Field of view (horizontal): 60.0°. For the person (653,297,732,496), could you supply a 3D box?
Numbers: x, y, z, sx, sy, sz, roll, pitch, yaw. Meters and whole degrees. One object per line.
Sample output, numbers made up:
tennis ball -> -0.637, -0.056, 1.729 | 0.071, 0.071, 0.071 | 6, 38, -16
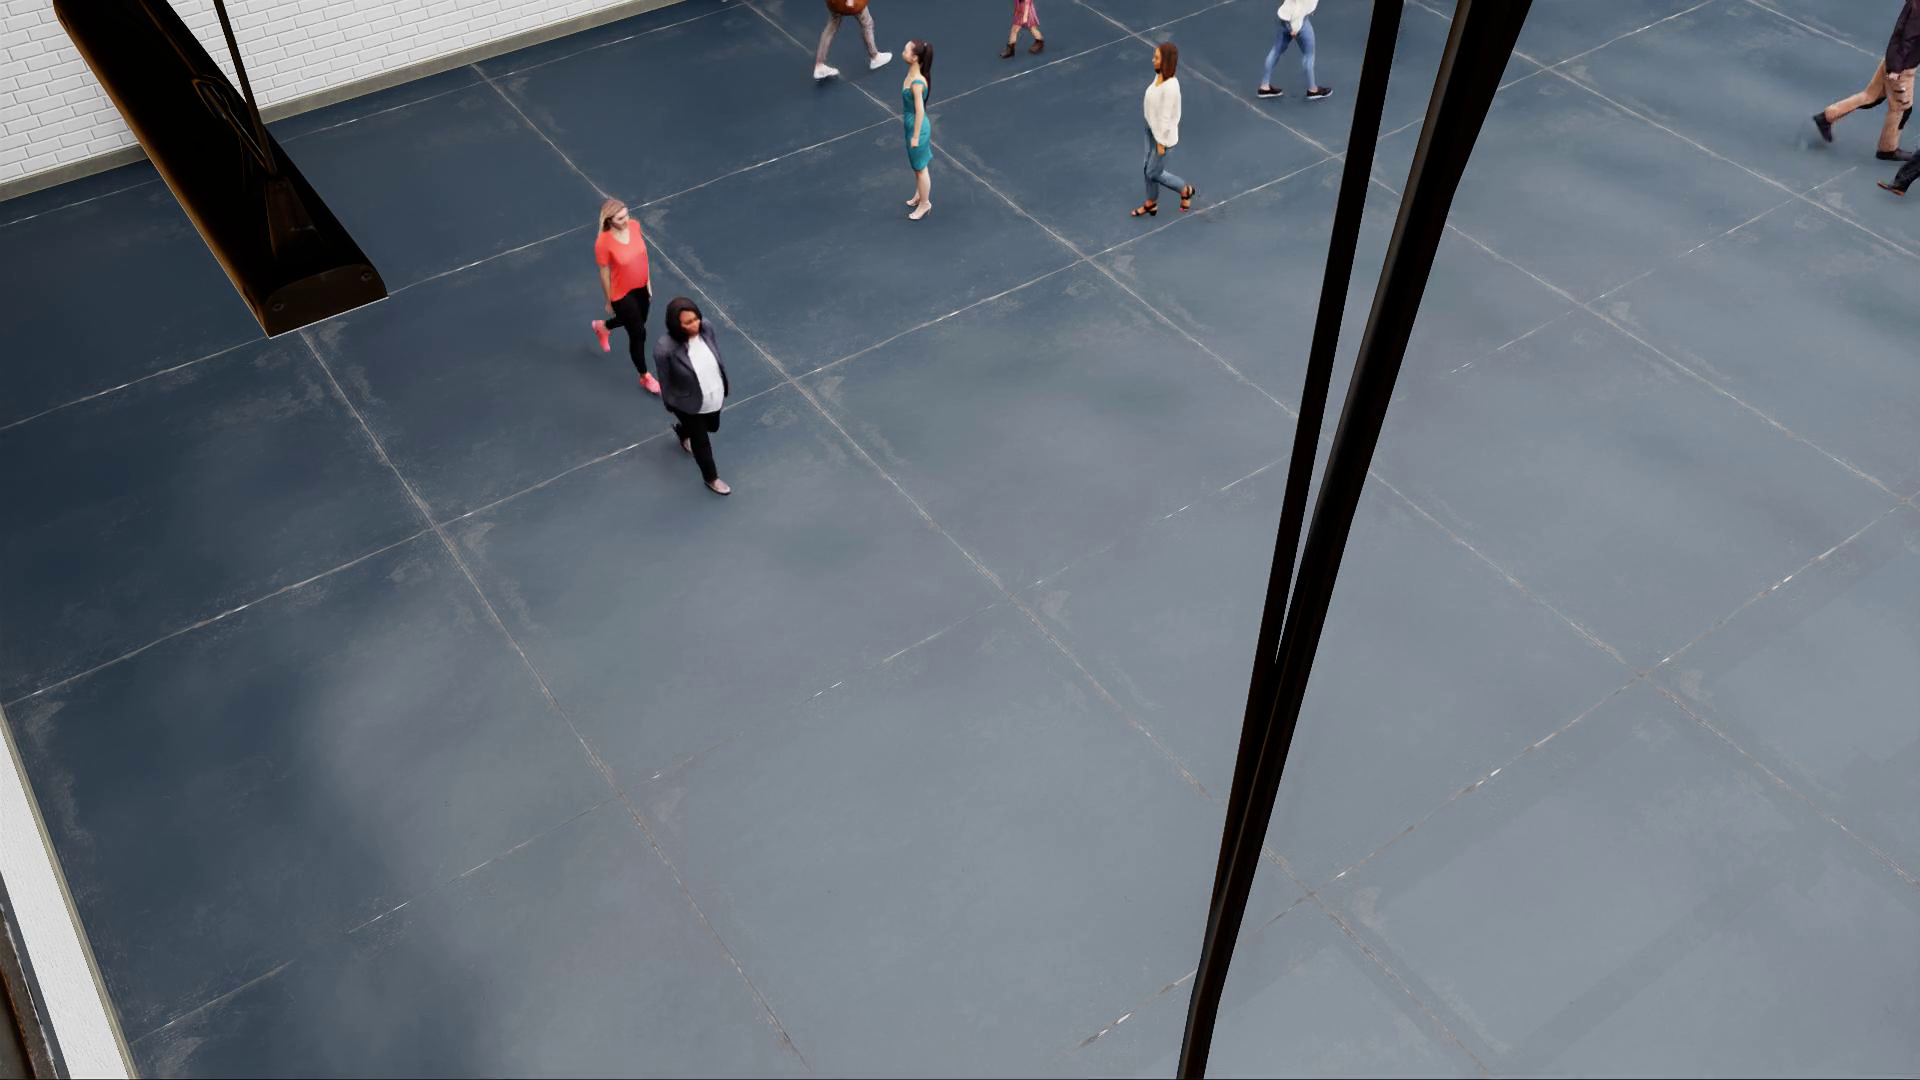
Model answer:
person -> -1.947, -1.082, 11.964 | 0.879, 1.575, 0.962 | 31, 52, 28

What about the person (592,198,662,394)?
person -> -2.626, -1.931, 12.790 | 0.893, 1.665, 1.046 | 26, 49, 24

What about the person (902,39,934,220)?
person -> -0.372, -3.586, 14.512 | 0.640, 1.685, 0.625 | -2, 44, -2

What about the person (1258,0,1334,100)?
person -> 3.147, -5.006, 16.021 | 1.051, 1.660, 0.884 | -5, 44, -6

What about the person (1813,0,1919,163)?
person -> 8.506, -4.387, 15.195 | 1.183, 1.902, 1.223 | 14, 45, 14

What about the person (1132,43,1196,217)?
person -> 1.822, -3.524, 14.460 | 0.903, 1.667, 0.808 | -6, 44, -6

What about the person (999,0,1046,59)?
person -> 0.700, -5.404, 16.911 | 0.748, 1.009, 0.462 | -22, 48, -21

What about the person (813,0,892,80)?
person -> -1.200, -5.343, 16.276 | 1.109, 1.796, 0.736 | -27, 50, -26
